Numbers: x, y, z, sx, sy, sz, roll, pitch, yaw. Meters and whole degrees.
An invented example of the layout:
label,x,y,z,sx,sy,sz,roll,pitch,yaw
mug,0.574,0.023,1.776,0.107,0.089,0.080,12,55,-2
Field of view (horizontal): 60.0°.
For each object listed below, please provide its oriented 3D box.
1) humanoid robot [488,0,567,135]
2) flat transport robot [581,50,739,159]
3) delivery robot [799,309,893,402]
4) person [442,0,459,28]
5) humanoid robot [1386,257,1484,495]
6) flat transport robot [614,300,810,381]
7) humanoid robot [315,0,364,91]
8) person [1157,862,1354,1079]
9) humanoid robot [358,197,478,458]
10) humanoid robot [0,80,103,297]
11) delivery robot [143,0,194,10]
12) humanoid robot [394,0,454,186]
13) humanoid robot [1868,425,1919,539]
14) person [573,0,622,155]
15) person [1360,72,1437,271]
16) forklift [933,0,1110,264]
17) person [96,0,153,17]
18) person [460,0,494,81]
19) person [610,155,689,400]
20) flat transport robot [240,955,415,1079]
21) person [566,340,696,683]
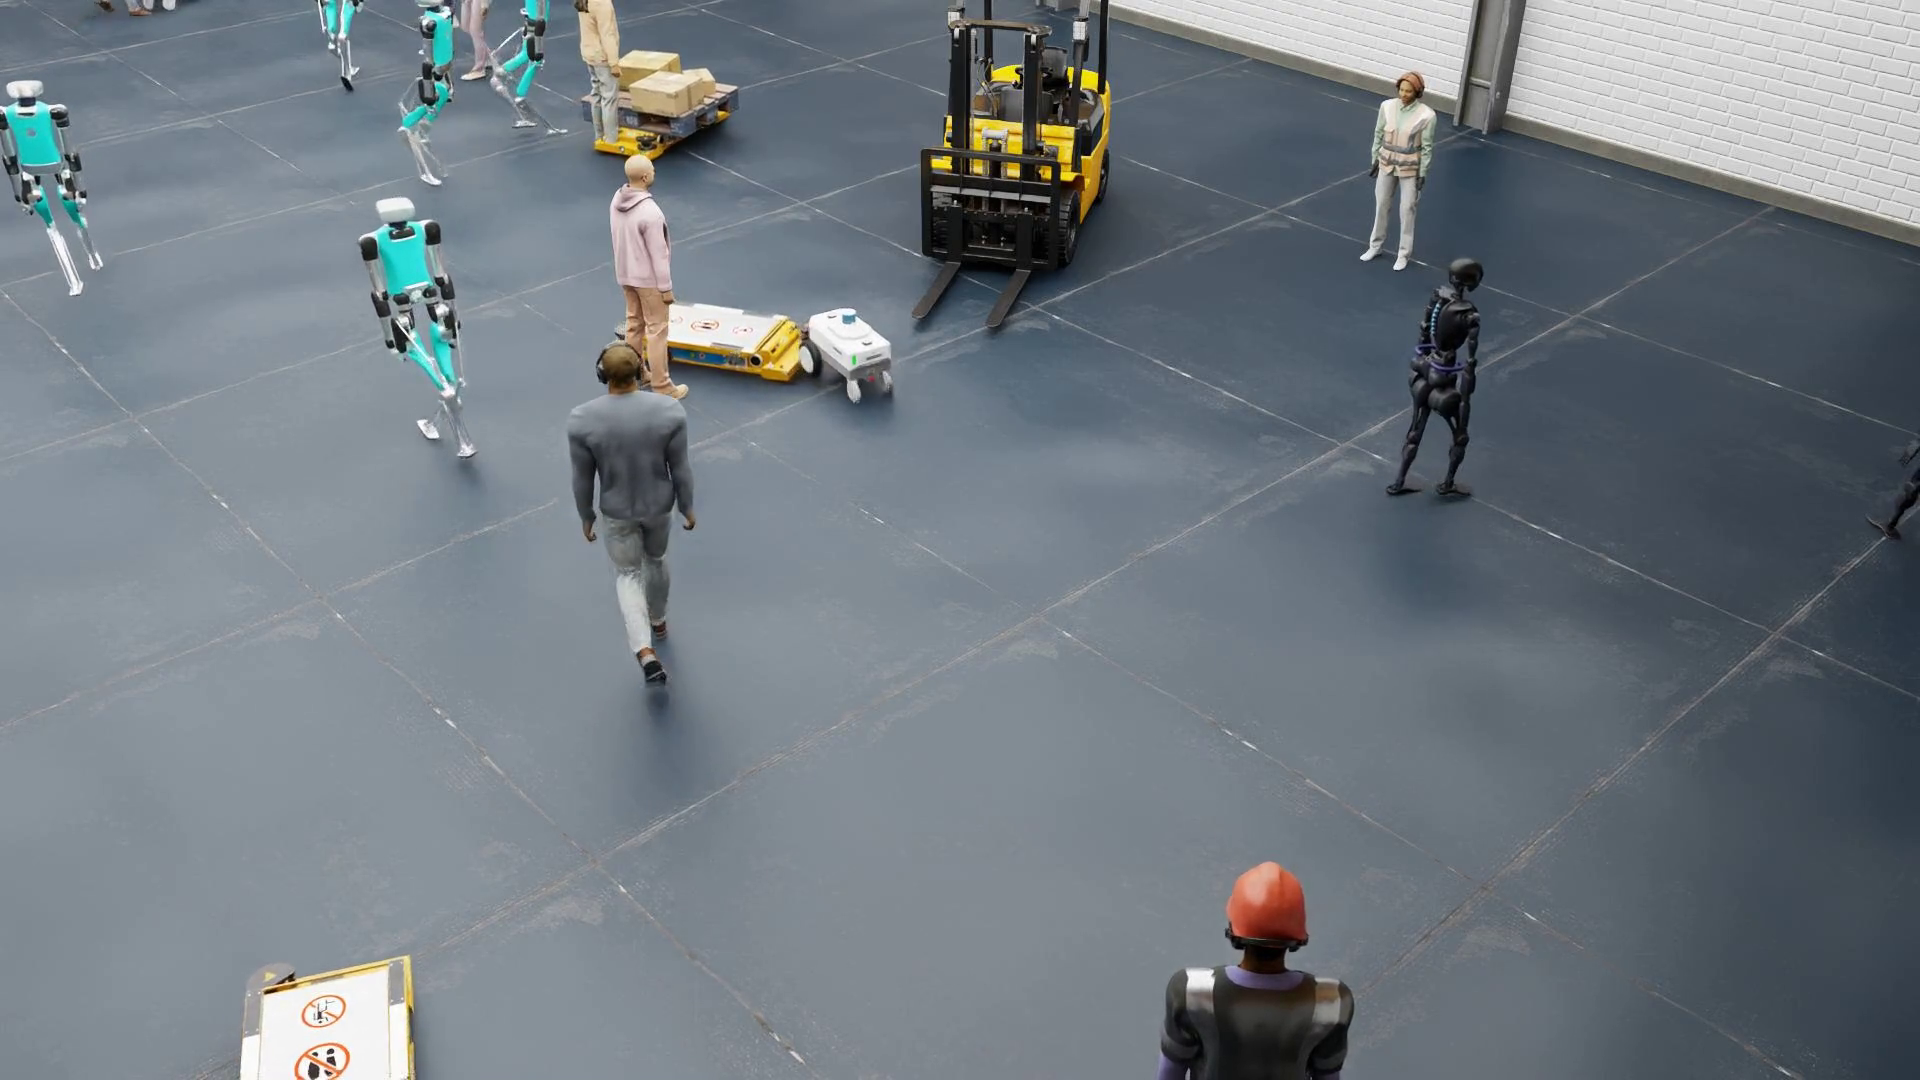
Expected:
label,x,y,z,sx,sy,sz,roll,pitch,yaw
humanoid robot,-4.300,-4.760,16.157,0.818,1.778,0.538,-12,35,-17
flat transport robot,-2.950,-4.131,16.523,0.659,0.231,1.431,15,36,21
delivery robot,-0.806,-1.384,12.046,0.499,0.604,0.801,-19,37,-26
person,-6.087,-6.720,19.058,0.809,1.845,0.497,-15,36,-22
humanoid robot,3.040,-1.018,10.454,0.489,1.645,0.608,-11,35,-16
flat transport robot,-1.827,-1.507,12.489,1.431,0.231,0.659,10,34,15
humanoid robot,-6.614,-5.647,17.519,0.533,1.766,0.959,-2,33,-3
person,0.959,1.900,5.642,0.602,2.034,0.414,2,33,4
humanoid robot,-3.419,-1.288,10.854,0.538,1.757,0.978,-22,39,-30
humanoid robot,-7.176,-2.822,13.235,0.561,1.848,0.841,-10,34,-15
delivery robot,-9.782,-6.857,20.464,0.499,0.610,0.781,6,34,9
humanoid robot,-4.891,-4.059,15.110,0.765,1.838,0.530,4,33,6
humanoid robot,5.951,-0.607,9.860,0.610,1.627,0.780,-7,34,-11
person,-3.416,-4.595,15.771,0.392,1.871,0.567,-20,38,-27
person,3.581,-3.011,13.552,0.517,1.633,0.316,25,41,33
forklift,0.570,-3.725,14.138,1.214,2.155,2.313,9,34,13
person,-10.087,-7.023,19.716,0.478,1.637,0.511,-20,38,-28
person,-5.191,-5.758,17.679,0.425,1.712,0.555,-26,41,-34
person,-2.204,-1.801,11.564,0.408,1.776,0.526,-28,43,-36
flat transport robot,-2.546,2.250,6.716,0.659,0.231,1.431,-9,34,-14
person,-1.721,-0.134,8.888,0.638,1.908,0.860,-9,34,-13
